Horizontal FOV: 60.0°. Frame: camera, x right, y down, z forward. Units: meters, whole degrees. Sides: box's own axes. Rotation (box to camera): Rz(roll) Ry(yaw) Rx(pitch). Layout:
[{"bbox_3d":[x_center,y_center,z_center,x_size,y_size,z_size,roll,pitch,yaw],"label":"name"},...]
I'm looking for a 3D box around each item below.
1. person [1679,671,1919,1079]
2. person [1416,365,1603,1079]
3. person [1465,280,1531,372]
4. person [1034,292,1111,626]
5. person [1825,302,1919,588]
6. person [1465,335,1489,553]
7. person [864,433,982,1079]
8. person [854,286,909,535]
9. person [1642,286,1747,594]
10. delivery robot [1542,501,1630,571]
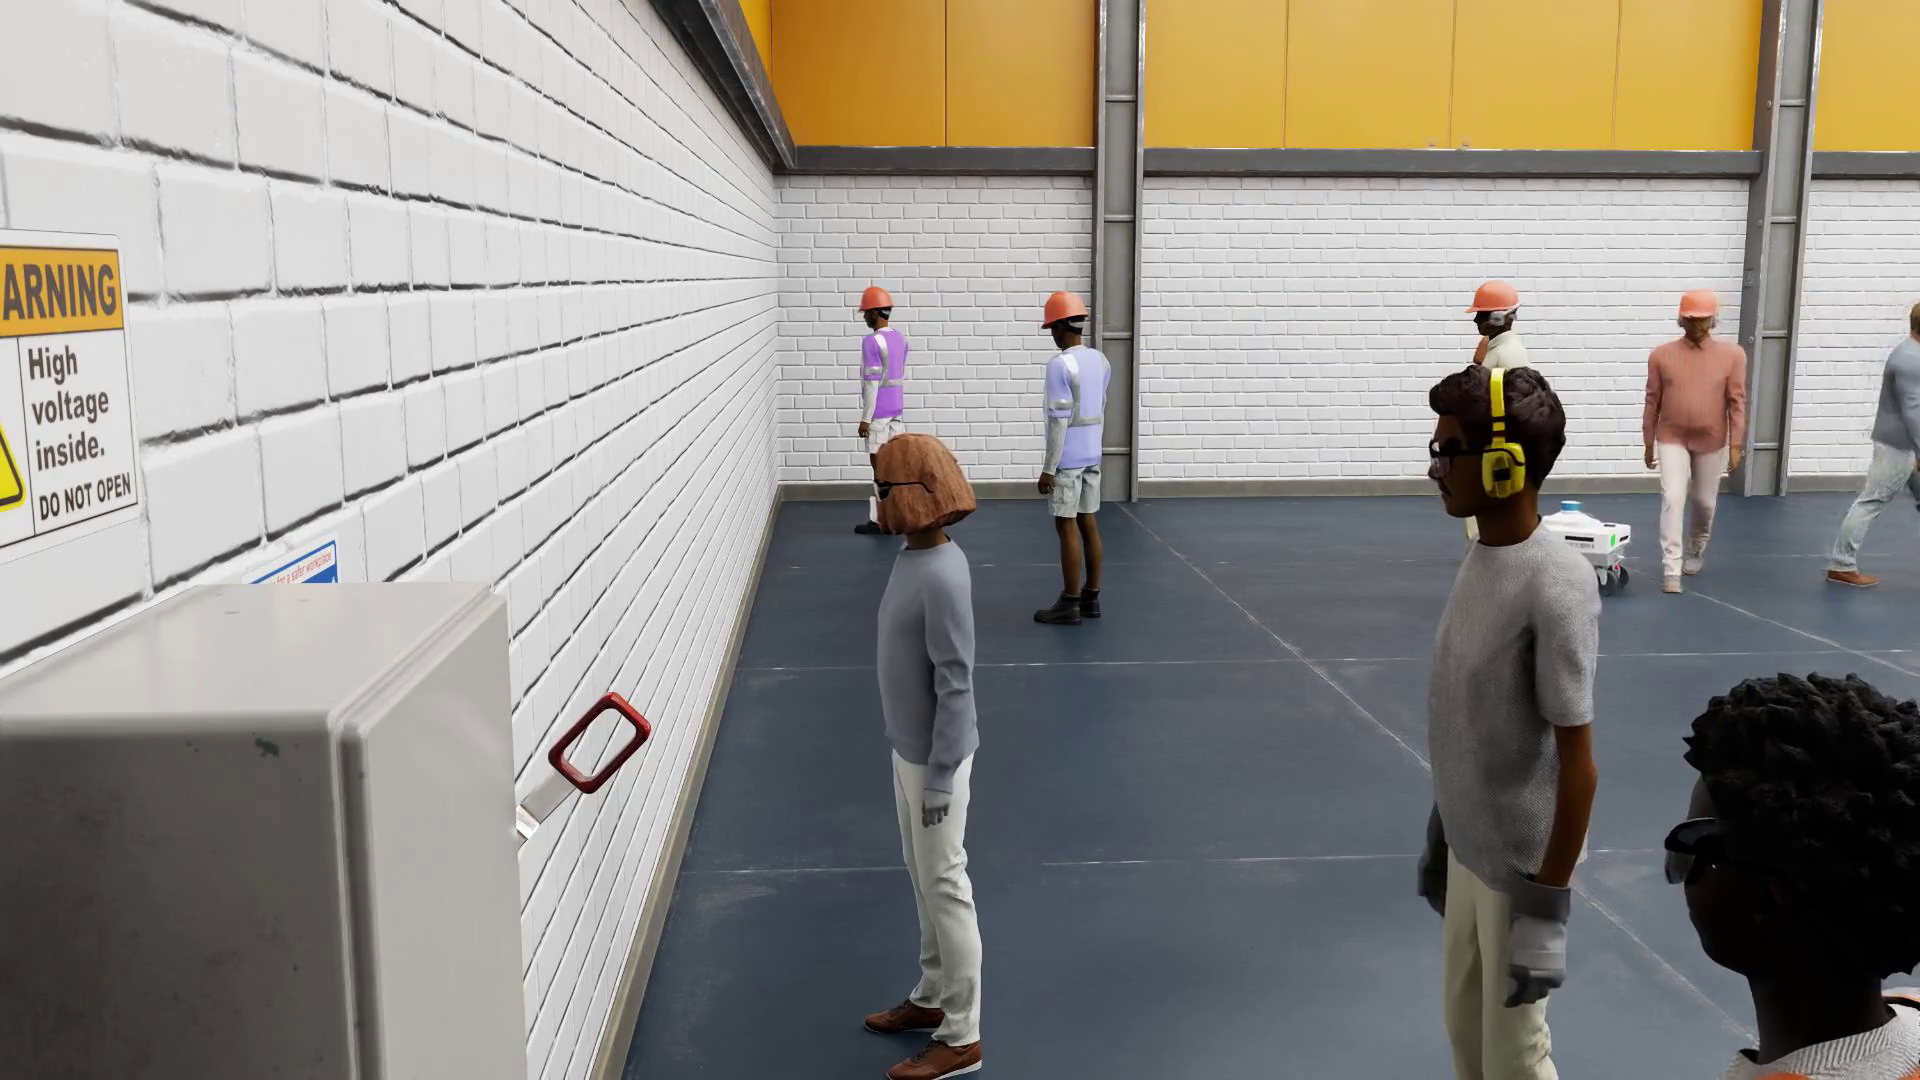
[{"bbox_3d":[0.707,0.952,1.459,0.541,1.695,0.316,-9,12,-43],"label":"person"},{"bbox_3d":[0.983,0.611,3.090,0.334,1.862,0.521,0,9,-2],"label":"person"},{"bbox_3d":[3.152,-0.527,9.818,0.399,1.989,0.622,2,9,11],"label":"person"},{"bbox_3d":[0.628,-0.468,9.656,0.375,1.927,0.543,7,11,36],"label":"person"},{"bbox_3d":[6.090,-0.585,10.544,1.026,1.876,0.642,6,11,34],"label":"person"},{"bbox_3d":[3.650,-0.612,11.467,0.272,1.635,0.507,4,10,25],"label":"person"},{"bbox_3d":[-0.092,0.545,4.211,0.264,1.632,0.507,-2,9,-12],"label":"person"},{"bbox_3d":[-0.630,-1.008,13.013,0.358,1.937,0.544,4,10,25],"label":"person"},{"bbox_3d":[4.762,-0.669,10.824,0.605,1.960,0.929,4,10,23],"label":"person"},{"bbox_3d":[3.933,-0.009,10.745,0.707,0.478,0.477,8,11,37],"label":"delivery robot"}]
